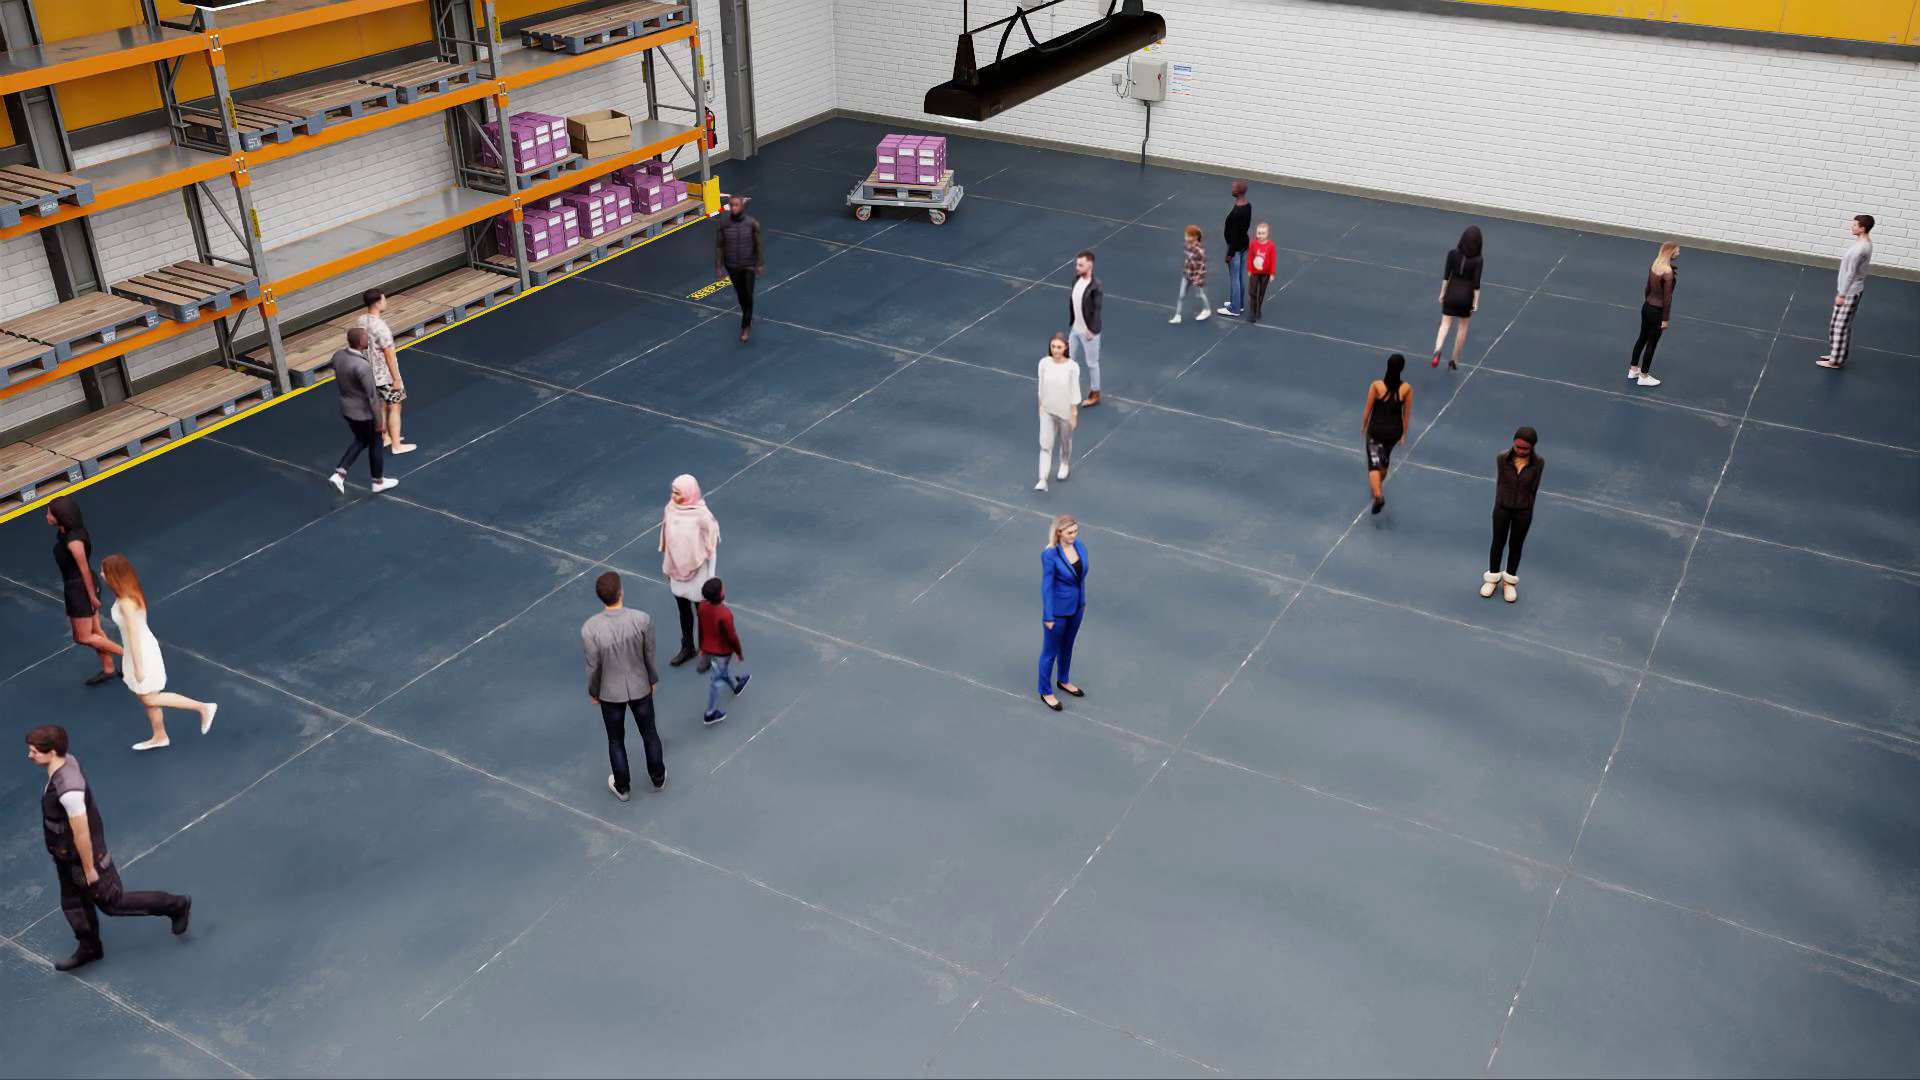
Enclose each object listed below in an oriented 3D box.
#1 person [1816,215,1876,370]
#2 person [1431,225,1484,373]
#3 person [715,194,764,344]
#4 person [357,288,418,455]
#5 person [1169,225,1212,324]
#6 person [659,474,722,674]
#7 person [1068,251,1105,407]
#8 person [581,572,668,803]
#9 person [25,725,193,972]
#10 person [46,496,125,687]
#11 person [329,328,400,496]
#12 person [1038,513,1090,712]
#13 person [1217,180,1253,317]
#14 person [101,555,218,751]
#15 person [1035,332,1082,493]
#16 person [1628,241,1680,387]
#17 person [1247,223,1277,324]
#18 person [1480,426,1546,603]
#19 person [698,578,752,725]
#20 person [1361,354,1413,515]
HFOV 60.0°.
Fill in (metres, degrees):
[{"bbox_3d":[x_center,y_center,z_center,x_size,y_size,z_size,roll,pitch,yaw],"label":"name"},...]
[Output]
[{"bbox_3d":[10.517,-2.932,19.638,0.681,1.844,0.498,18,33,29],"label":"person"},{"bbox_3d":[5.771,-2.750,19.366,0.631,1.785,0.840,18,33,30],"label":"person"},{"bbox_3d":[-2.685,-3.380,20.517,1.039,1.787,1.252,2,29,3],"label":"person"},{"bbox_3d":[-6.113,-1.784,17.567,0.710,1.811,0.631,22,36,35],"label":"person"},{"bbox_3d":[2.989,-3.360,21.012,0.951,1.279,0.728,-18,34,-30],"label":"person"},{"bbox_3d":[-2.235,0.259,13.830,0.627,1.803,0.583,13,31,23],"label":"person"},{"bbox_3d":[1.479,-2.367,18.630,0.931,1.817,0.813,-23,36,-35],"label":"person"},{"bbox_3d":[-2.466,1.085,12.243,0.767,1.872,0.843,-10,30,-17],"label":"person"},{"bbox_3d":[-5.544,1.954,10.703,1.197,1.822,0.943,-19,34,-31],"label":"person"},{"bbox_3d":[-7.084,0.419,13.618,0.825,1.726,0.752,-17,33,-28],"label":"person"},{"bbox_3d":[-6.044,-1.233,16.575,0.830,1.793,0.967,17,33,28],"label":"person"},{"bbox_3d":[0.816,0.549,13.406,0.727,1.700,0.564,25,37,37],"label":"person"},{"bbox_3d":[3.547,-3.730,21.200,0.644,1.749,0.455,16,32,27],"label":"person"},{"bbox_3d":[-6.202,0.874,12.820,0.996,1.690,0.886,-12,31,-20],"label":"person"},{"bbox_3d":[1.022,-1.337,16.920,0.805,1.645,1.116,8,30,14],"label":"person"},{"bbox_3d":[8.031,-2.634,19.237,0.733,1.704,0.642,-4,29,-7],"label":"person"},{"bbox_3d":[3.820,-3.417,21.140,0.696,1.256,0.919,4,29,7],"label":"person"},{"bbox_3d":[4.981,-0.282,14.970,0.659,1.660,0.612,15,32,26],"label":"person"},{"bbox_3d":[-1.970,0.899,13.258,0.623,1.228,0.896,23,36,35],"label":"person"},{"bbox_3d":[4.183,-1.040,16.384,0.900,1.637,1.109,1,29,1],"label":"person"}]
